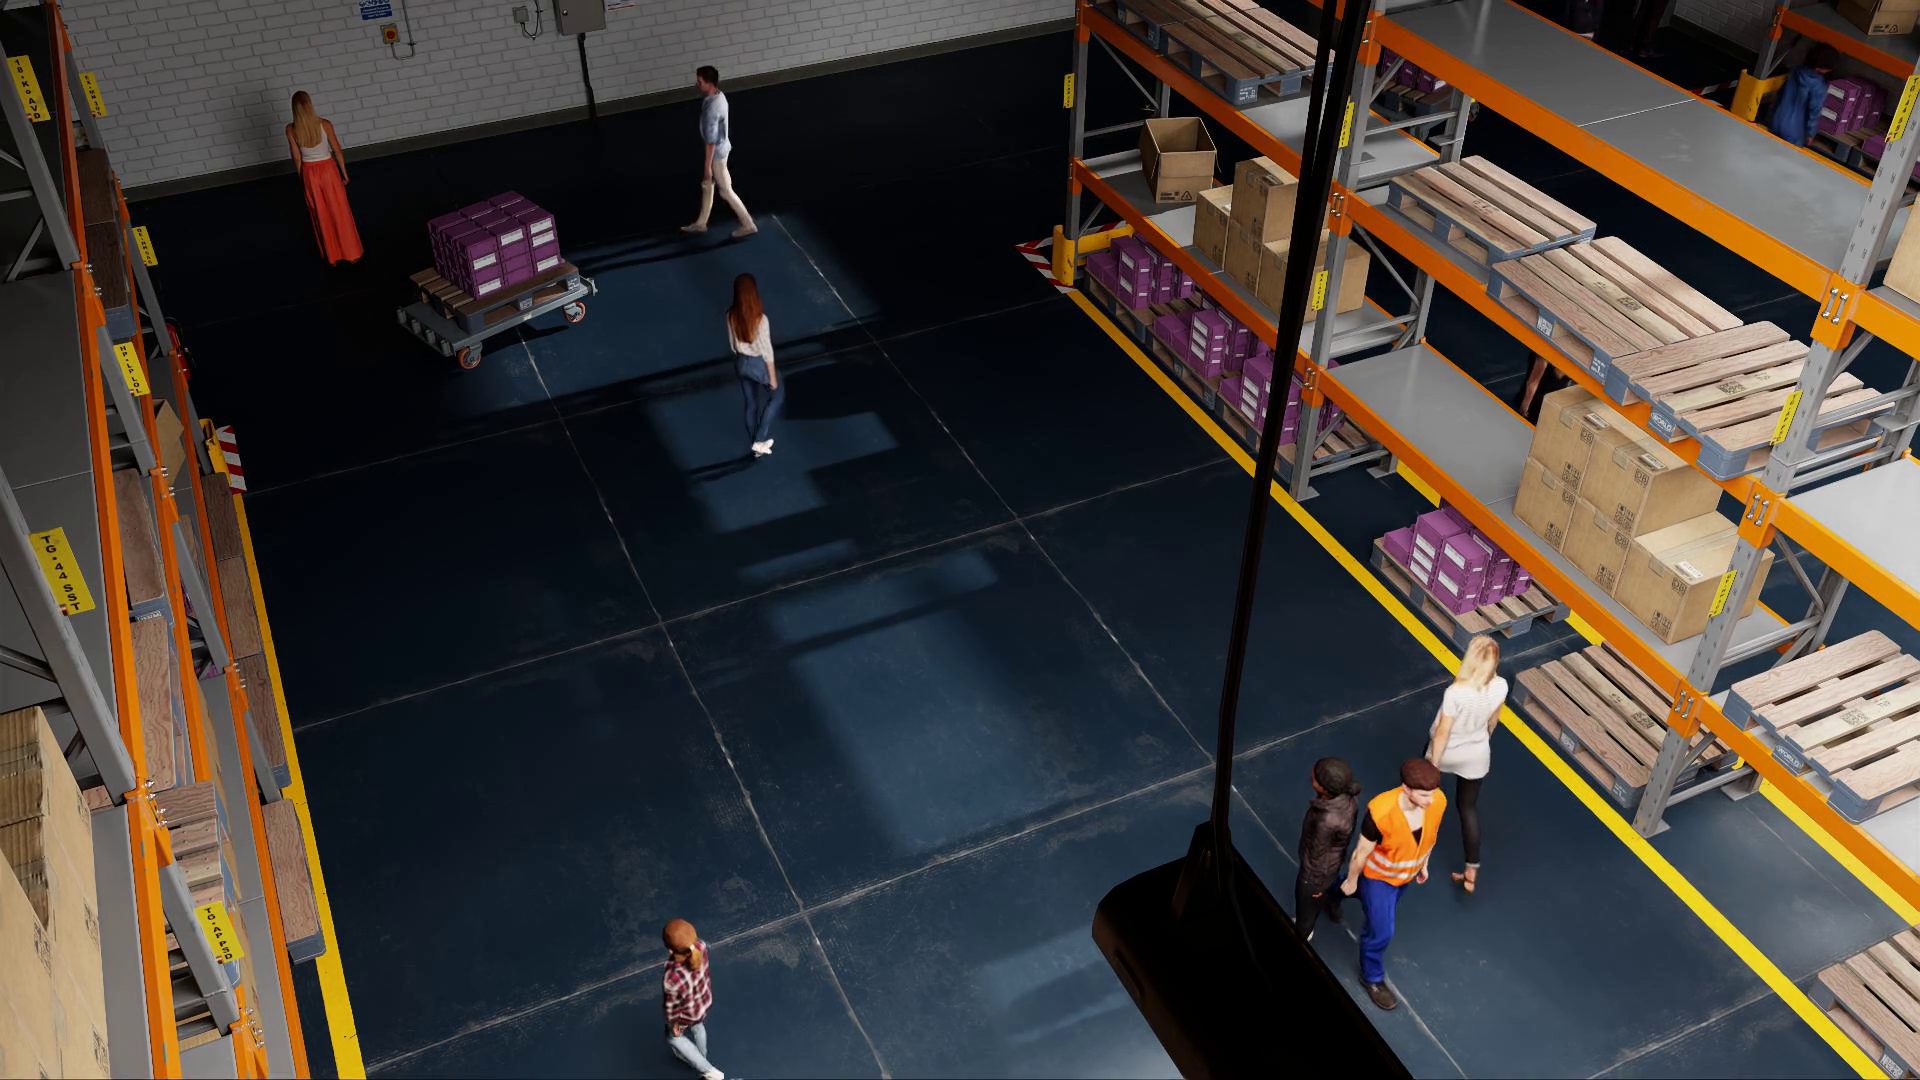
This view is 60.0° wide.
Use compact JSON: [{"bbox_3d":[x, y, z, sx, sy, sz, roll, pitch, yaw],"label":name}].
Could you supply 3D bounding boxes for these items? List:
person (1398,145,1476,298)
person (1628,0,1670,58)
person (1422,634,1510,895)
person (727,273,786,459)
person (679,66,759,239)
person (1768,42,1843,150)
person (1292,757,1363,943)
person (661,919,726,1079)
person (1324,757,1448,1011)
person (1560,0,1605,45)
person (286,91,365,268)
[{"bbox_3d":[4.743,-2.965,15.756,1.098,1.547,0.896,26,45,29],"label":"person"},{"bbox_3d":[8.601,-6.898,20.427,0.778,1.864,0.563,-11,40,-13],"label":"person"},{"bbox_3d":[3.089,1.374,10.134,0.795,1.782,1.237,-8,39,-10],"label":"person"},{"bbox_3d":[-1.723,-1.368,13.615,0.738,1.722,0.805,18,42,22],"label":"person"},{"bbox_3d":[-2.354,-3.841,16.634,0.969,1.820,1.082,-2,39,-2],"label":"person"},{"bbox_3d":[8.598,-4.344,17.285,0.902,1.793,0.588,-24,45,-27],"label":"person"},{"bbox_3d":[2.087,1.868,9.612,0.778,1.661,0.717,25,45,28],"label":"person"},{"bbox_3d":[-1.435,2.539,9.064,0.765,1.297,0.690,21,43,24],"label":"person"},{"bbox_3d":[2.401,1.814,9.525,0.688,1.854,1.105,-17,42,-20],"label":"person"},{"bbox_3d":[7.049,-5.667,18.981,1.246,1.745,1.148,21,43,24],"label":"person"},{"bbox_3d":[-6.235,-3.524,16.250,0.673,1.803,0.646,-8,39,-10],"label":"person"}]
